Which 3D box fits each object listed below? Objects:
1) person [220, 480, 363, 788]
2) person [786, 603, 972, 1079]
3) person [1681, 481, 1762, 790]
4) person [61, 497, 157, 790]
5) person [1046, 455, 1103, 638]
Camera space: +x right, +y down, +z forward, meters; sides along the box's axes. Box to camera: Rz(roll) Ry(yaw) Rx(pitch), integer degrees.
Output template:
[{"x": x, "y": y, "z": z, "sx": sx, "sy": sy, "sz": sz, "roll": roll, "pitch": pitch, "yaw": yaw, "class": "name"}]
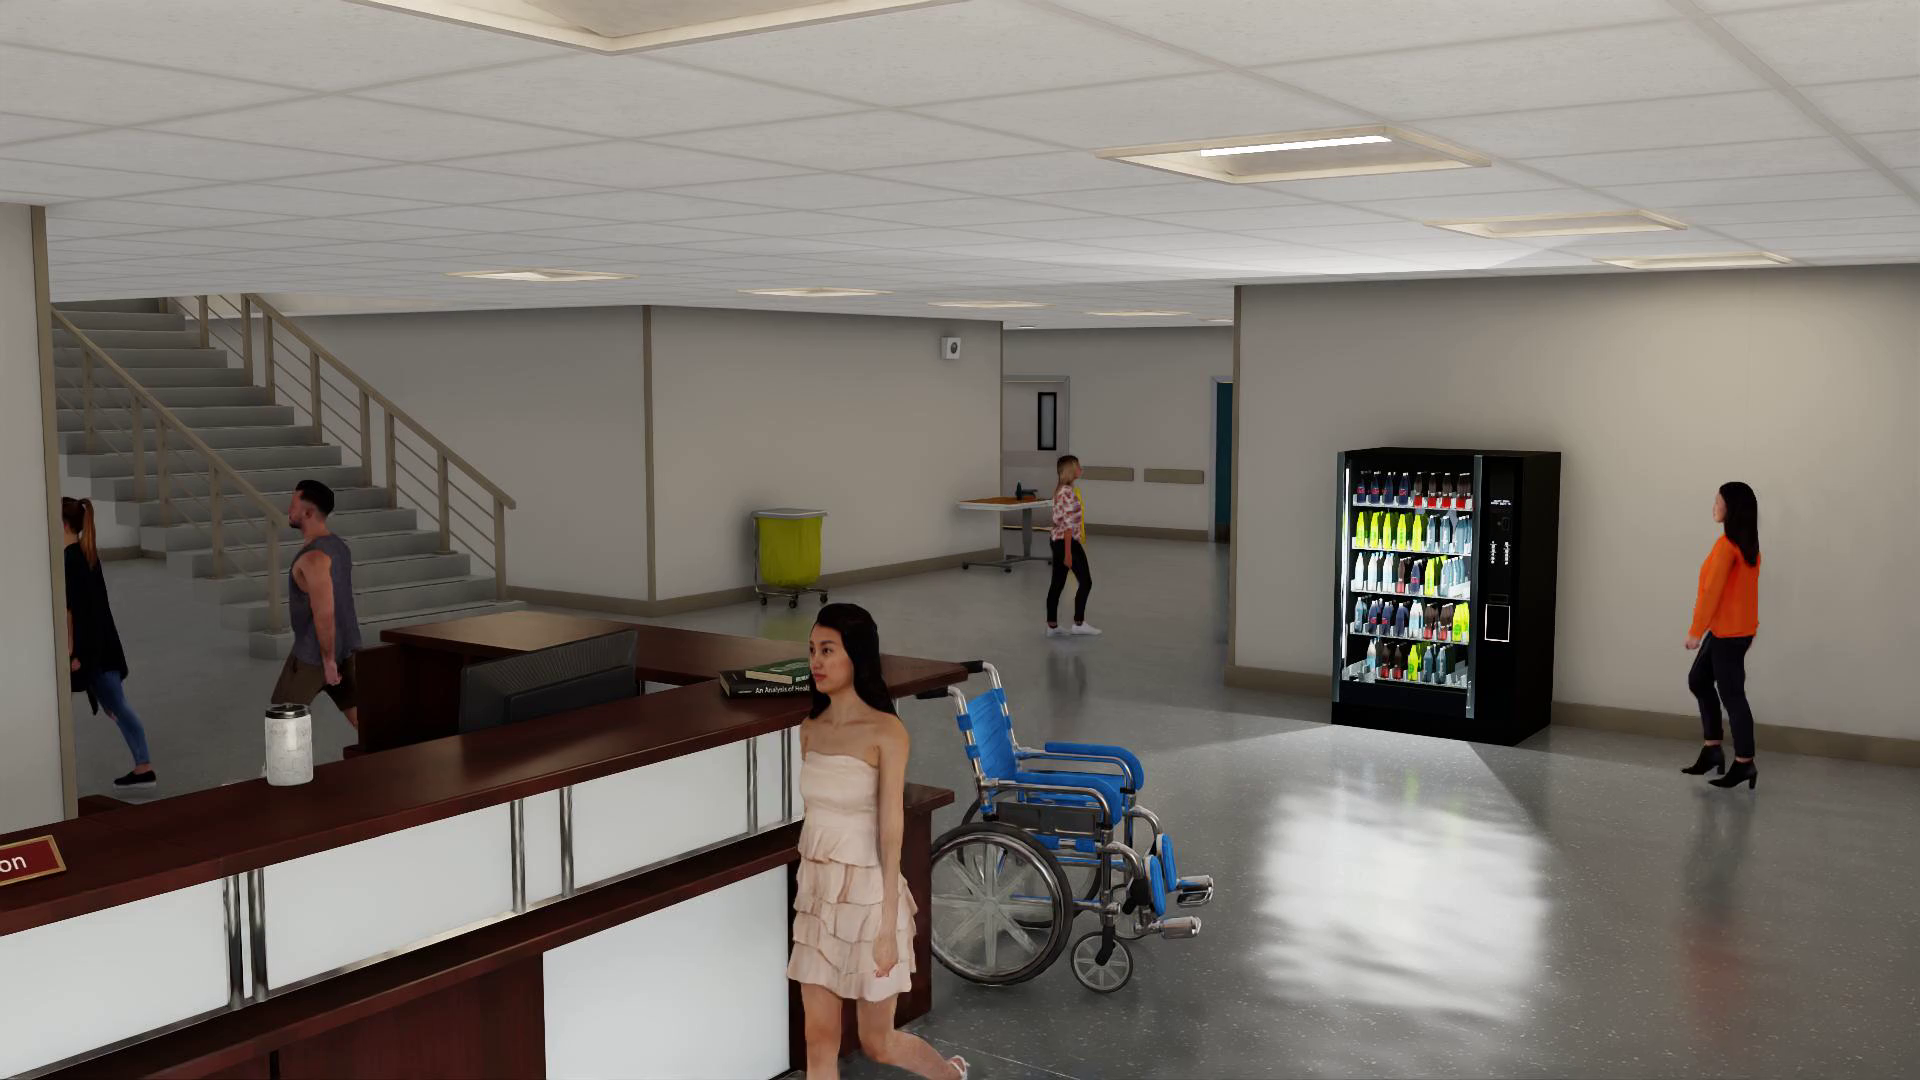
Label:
[{"x": -3.319, "y": 0.612, "z": 8.930, "sx": 1.270, "sy": 1.793, "sz": 1.038, "roll": 0, "pitch": 6, "yaw": 4, "class": "person"}, {"x": -0.222, "y": 1.036, "z": 4.589, "sx": 0.883, "sy": 1.715, "sz": 0.664, "roll": 5, "pitch": 7, "yaw": 40, "class": "person"}, {"x": 4.404, "y": 0.550, "z": 9.324, "sx": 0.628, "sy": 1.734, "sz": 0.612, "roll": 4, "pitch": 7, "yaw": 33, "class": "person"}, {"x": -4.733, "y": 0.620, "z": 9.143, "sx": 1.197, "sy": 1.630, "sz": 1.018, "roll": 0, "pitch": 6, "yaw": 2, "class": "person"}, {"x": 0.858, "y": 0.069, "z": 14.686, "sx": 0.848, "sy": 1.618, "sz": 0.788, "roll": -1, "pitch": 6, "yaw": -10, "class": "person"}]
